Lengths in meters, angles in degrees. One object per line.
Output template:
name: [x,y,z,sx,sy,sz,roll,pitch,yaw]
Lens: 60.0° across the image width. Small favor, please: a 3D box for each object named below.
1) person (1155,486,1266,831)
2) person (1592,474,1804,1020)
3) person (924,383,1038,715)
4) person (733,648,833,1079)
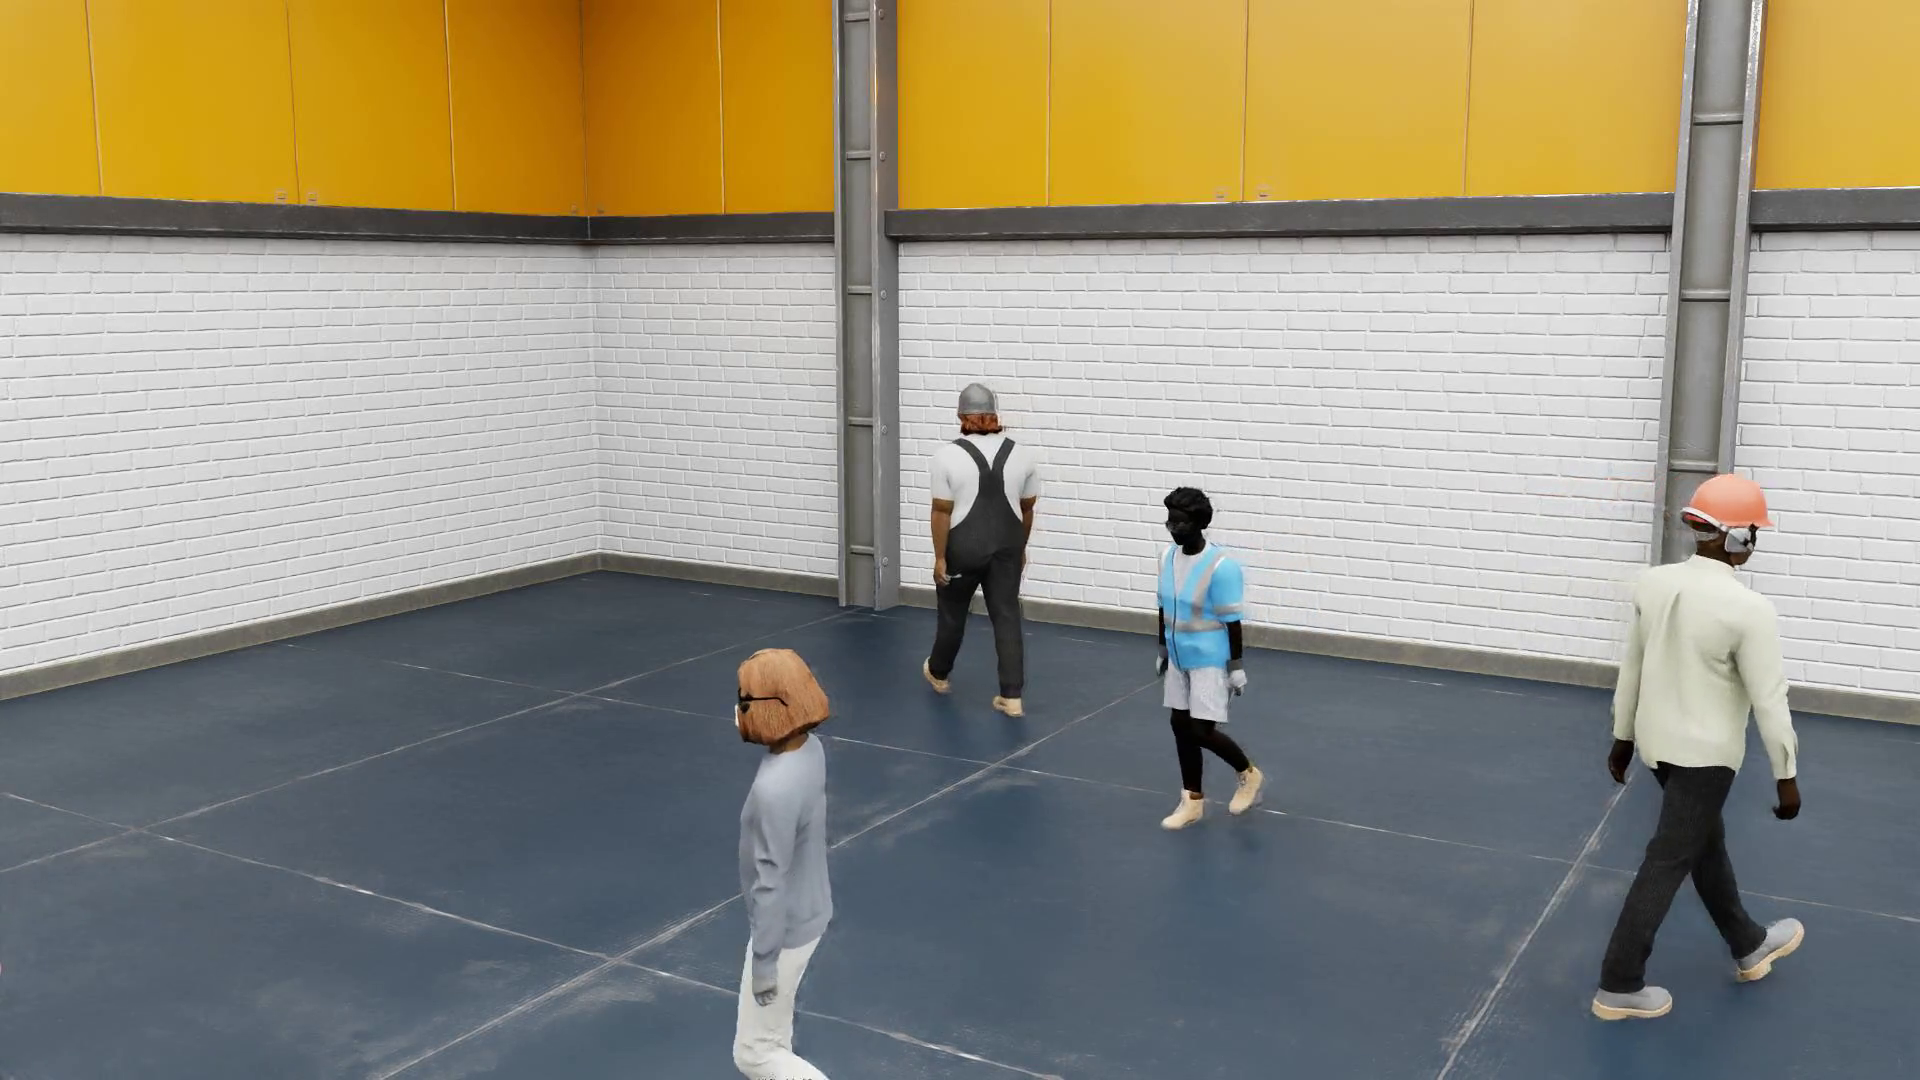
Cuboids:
person: [1.159,0.563,7.869,0.489,1.674,0.541,-6,11,-32]
person: [2.715,0.736,5.917,1.020,1.937,0.657,-3,9,-15]
person: [0.112,0.003,10.203,0.704,2.000,1.031,-3,10,-20]
person: [-0.485,1.097,4.682,0.591,1.621,0.518,1,9,7]
